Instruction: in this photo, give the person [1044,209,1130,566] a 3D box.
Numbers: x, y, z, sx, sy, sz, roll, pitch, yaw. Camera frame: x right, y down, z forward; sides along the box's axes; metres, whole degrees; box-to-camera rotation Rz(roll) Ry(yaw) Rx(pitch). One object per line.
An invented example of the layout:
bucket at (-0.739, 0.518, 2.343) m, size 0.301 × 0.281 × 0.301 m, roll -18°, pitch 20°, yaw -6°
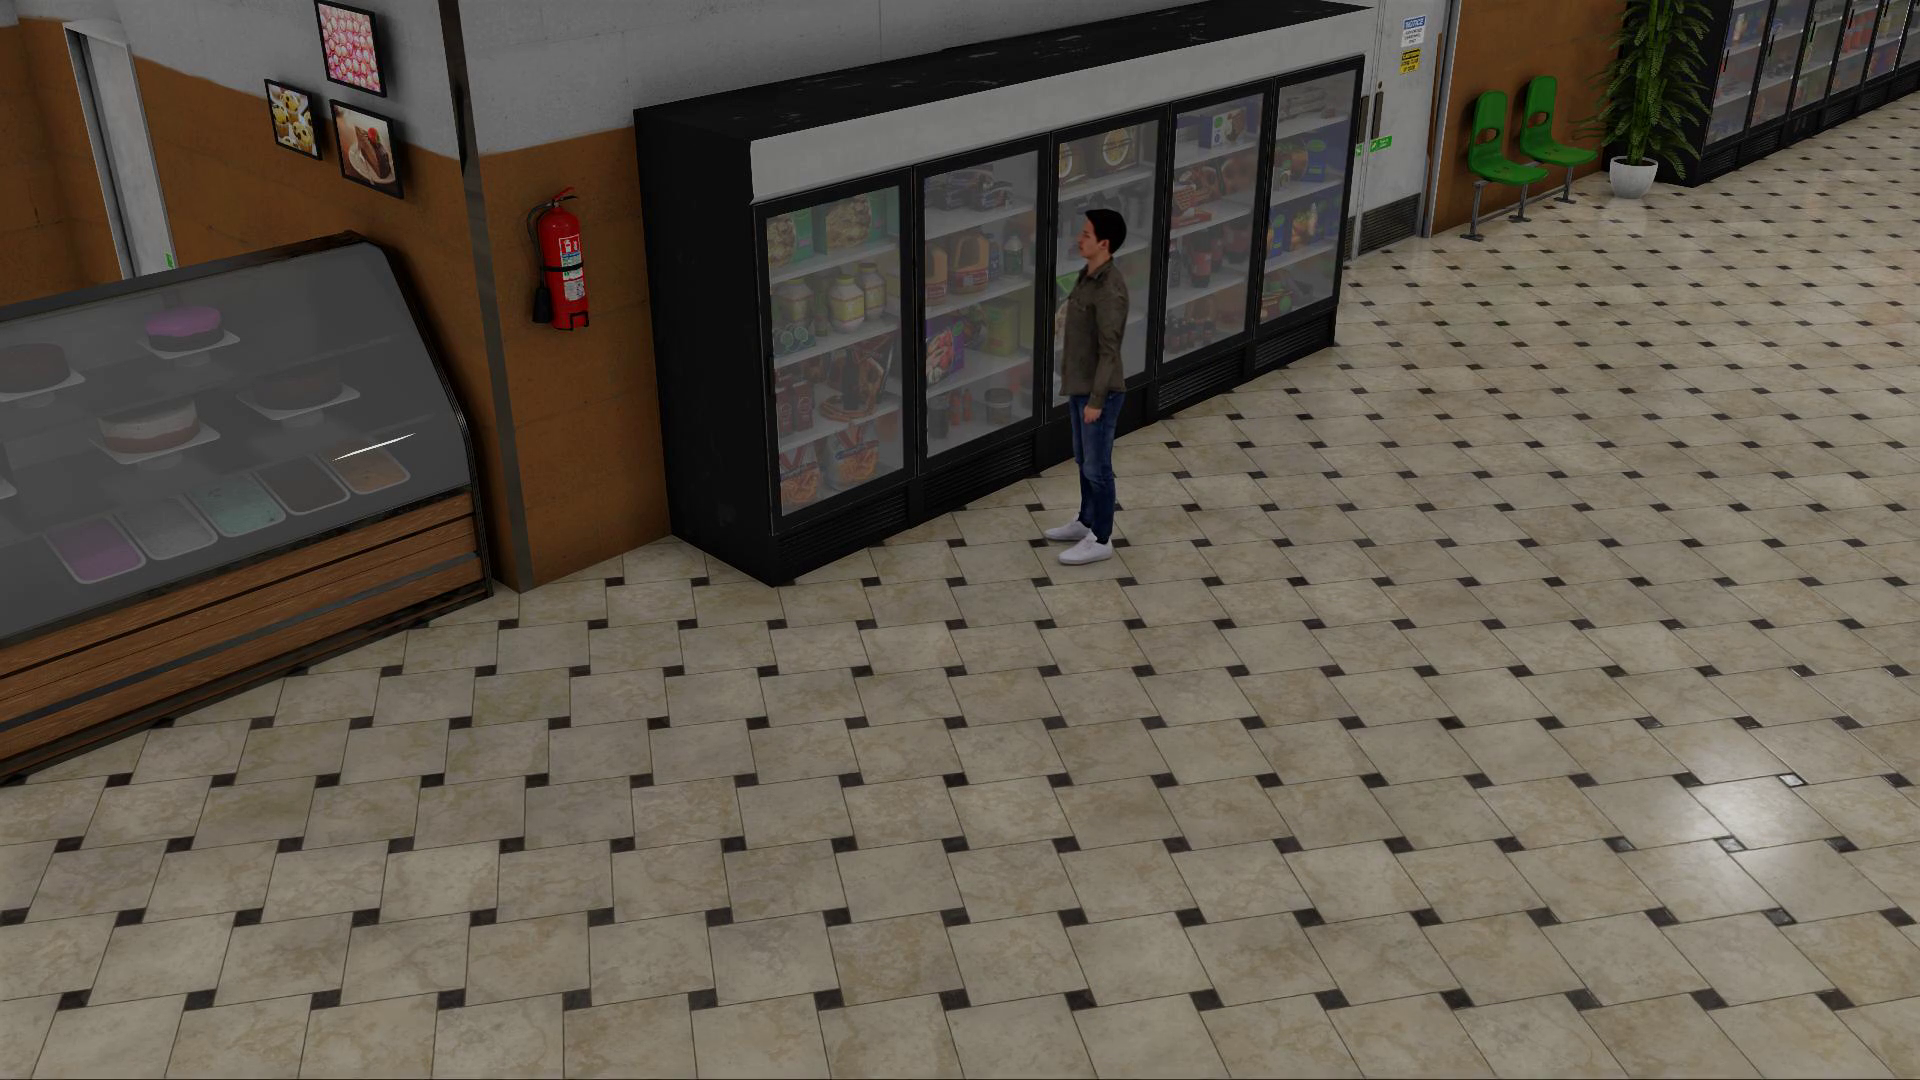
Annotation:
person at (0.697, -0.779, 8.501) m, size 0.852 × 1.866 × 0.743 m, roll -5°, pitch 27°, yaw -9°
